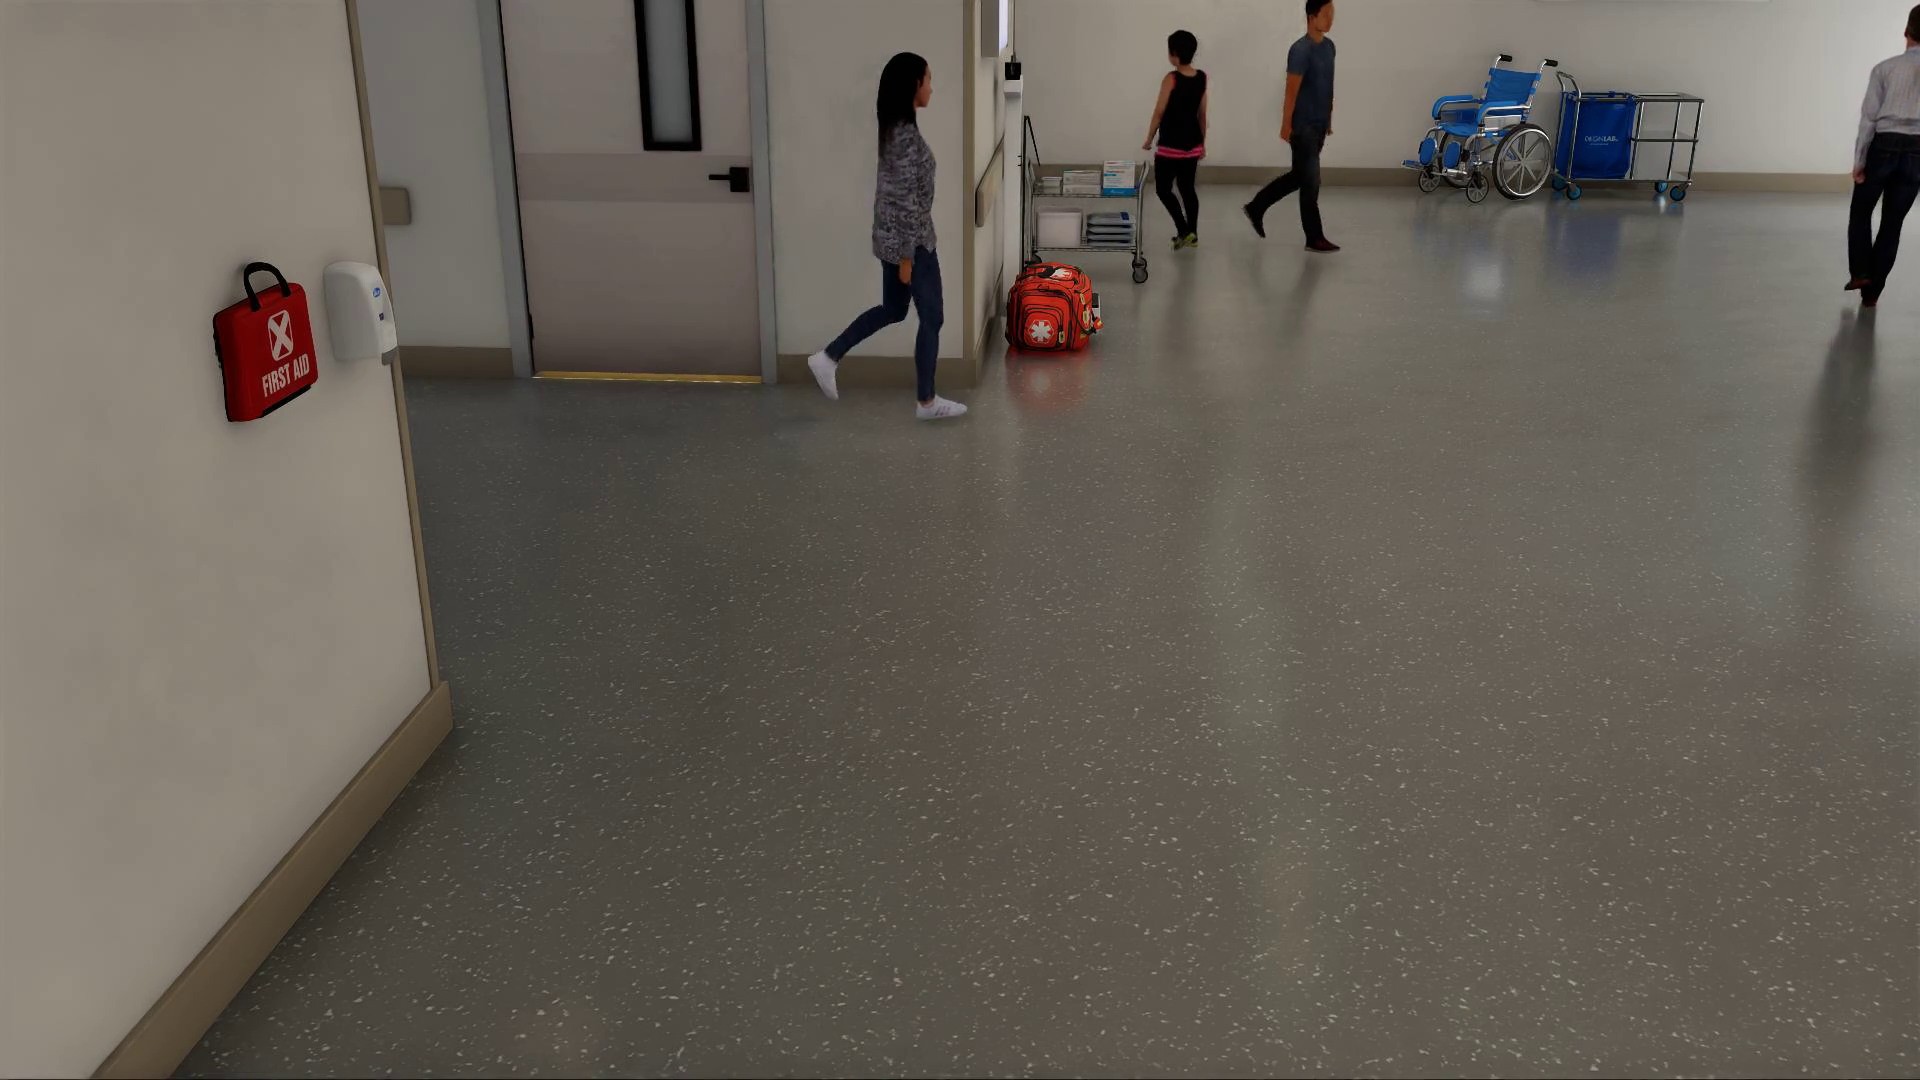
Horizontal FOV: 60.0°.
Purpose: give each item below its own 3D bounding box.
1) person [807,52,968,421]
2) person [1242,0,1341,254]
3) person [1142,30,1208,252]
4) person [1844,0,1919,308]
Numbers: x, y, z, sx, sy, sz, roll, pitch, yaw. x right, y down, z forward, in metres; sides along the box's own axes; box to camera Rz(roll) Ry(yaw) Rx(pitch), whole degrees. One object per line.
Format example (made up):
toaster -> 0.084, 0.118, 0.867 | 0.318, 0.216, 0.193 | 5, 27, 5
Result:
person -> -0.354, -1.393, 7.833 | 0.899, 1.710, 1.009 | -5, 21, -13
person -> 2.383, -2.952, 11.854 | 1.103, 1.779, 1.131 | 16, 26, 36
person -> 1.584, -2.808, 11.822 | 0.773, 1.530, 0.858 | -10, 23, -24
person -> 5.719, -2.322, 10.151 | 0.746, 1.807, 0.751 | 9, 22, 22
